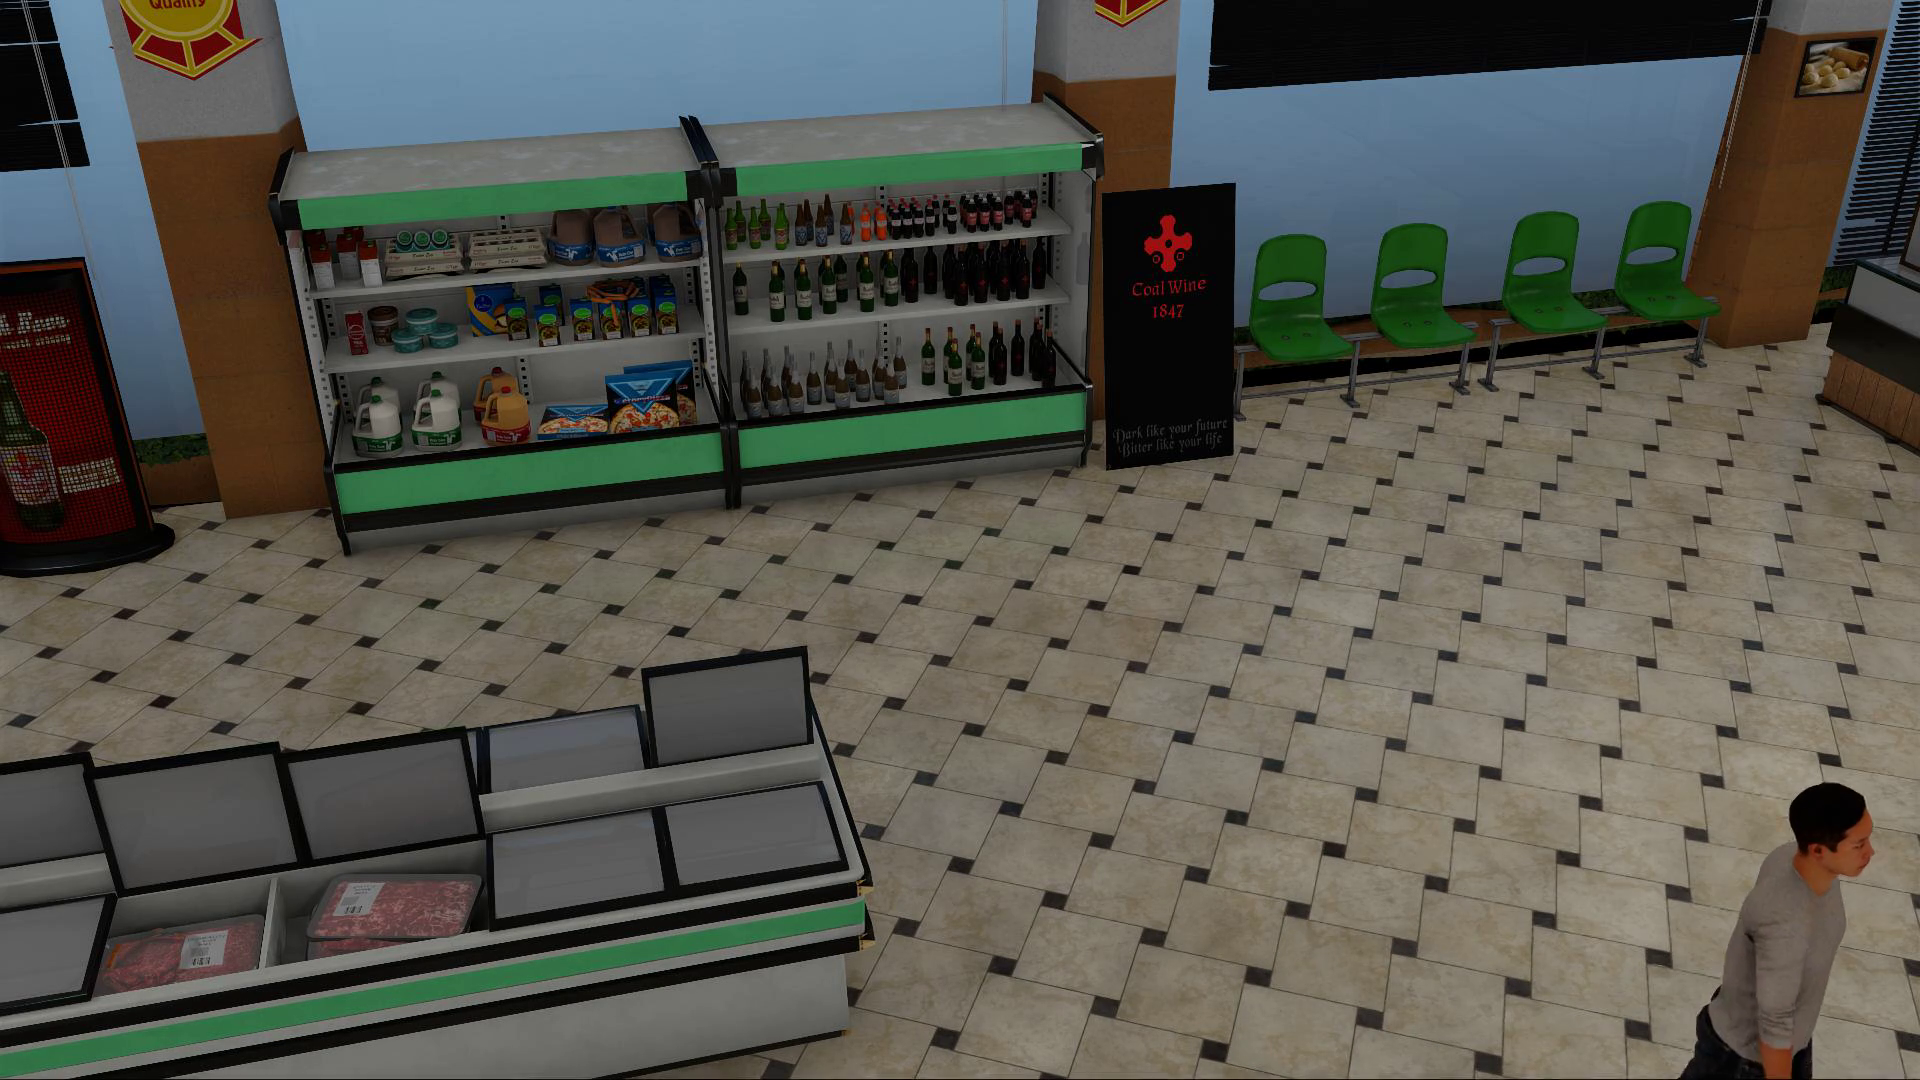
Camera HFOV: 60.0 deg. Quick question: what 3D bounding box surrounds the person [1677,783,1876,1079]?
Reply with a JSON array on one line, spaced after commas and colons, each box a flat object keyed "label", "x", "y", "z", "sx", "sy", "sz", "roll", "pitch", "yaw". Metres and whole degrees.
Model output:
[{"label": "person", "x": 2.301, "y": 1.445, "z": 5.030, "sx": 1.101, "sy": 1.775, "sz": 1.106, "roll": 21, "pitch": 35, "yaw": 33}]
